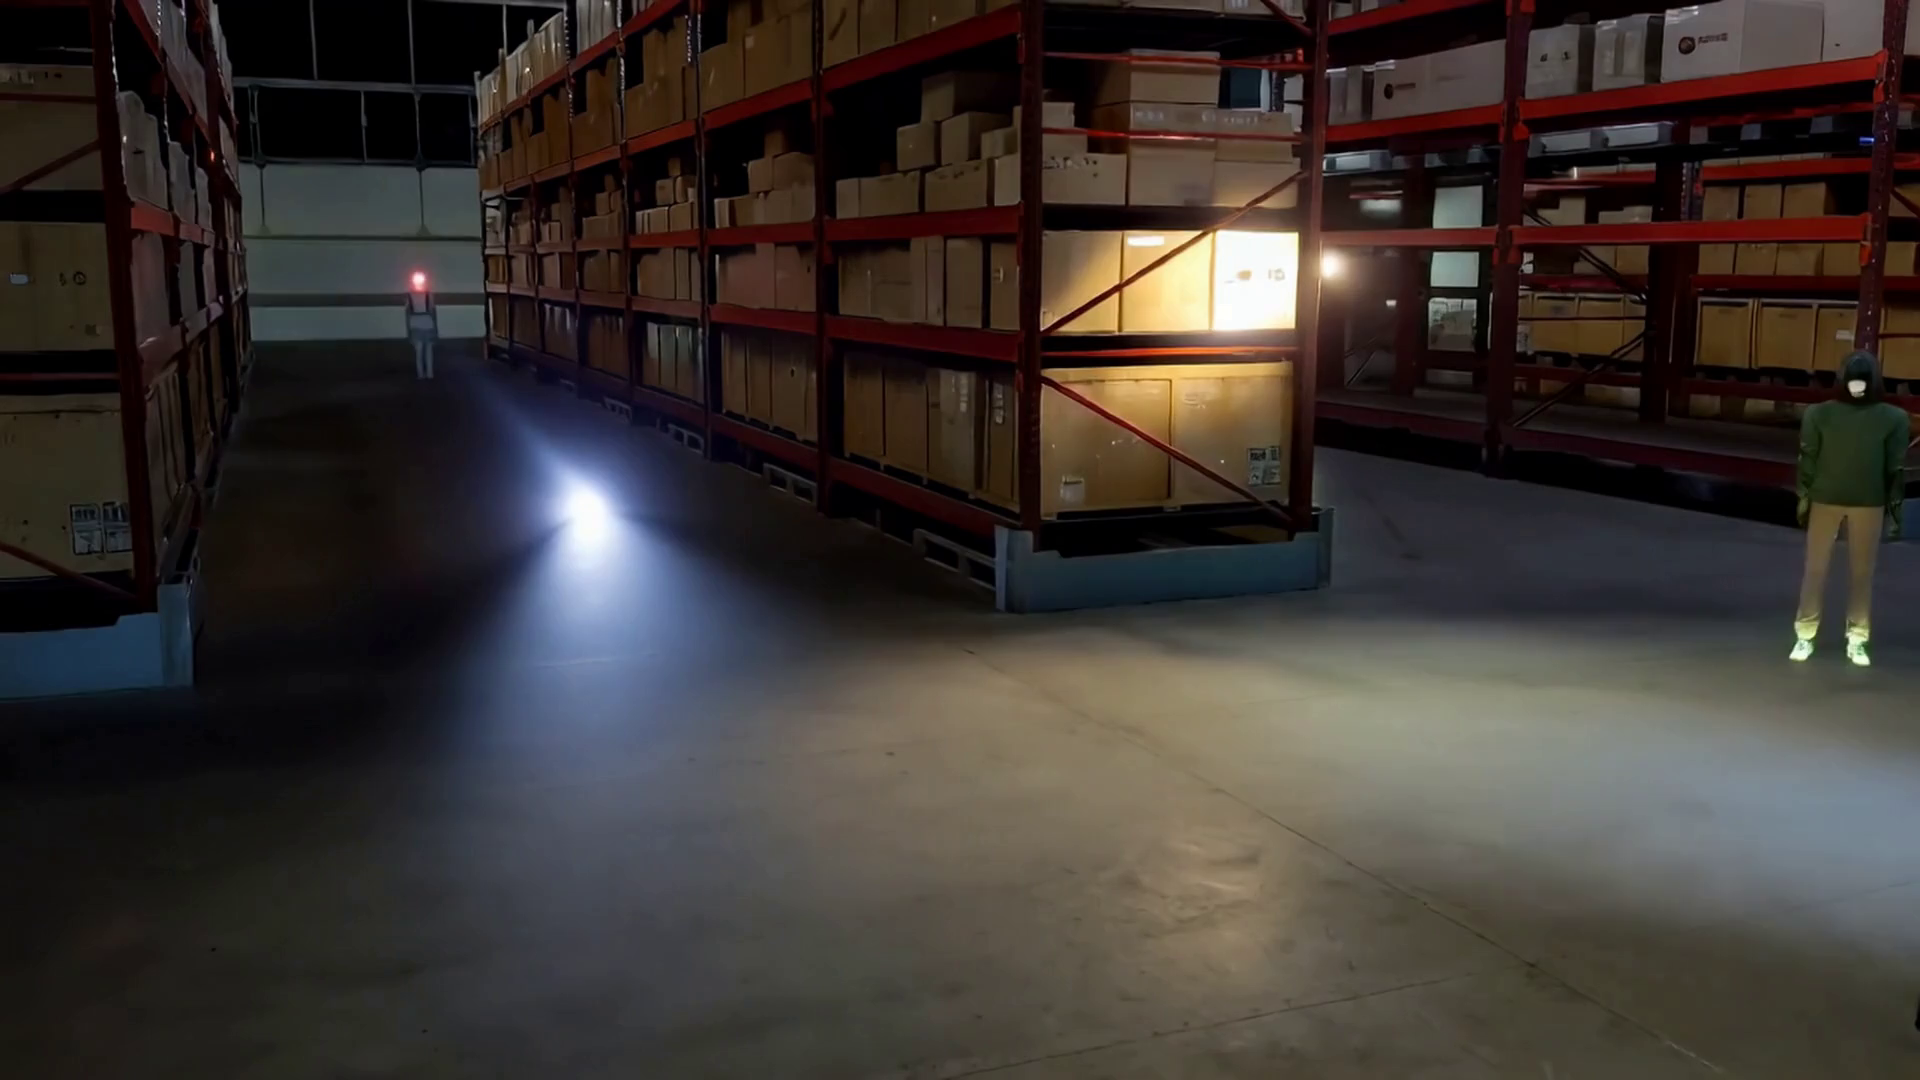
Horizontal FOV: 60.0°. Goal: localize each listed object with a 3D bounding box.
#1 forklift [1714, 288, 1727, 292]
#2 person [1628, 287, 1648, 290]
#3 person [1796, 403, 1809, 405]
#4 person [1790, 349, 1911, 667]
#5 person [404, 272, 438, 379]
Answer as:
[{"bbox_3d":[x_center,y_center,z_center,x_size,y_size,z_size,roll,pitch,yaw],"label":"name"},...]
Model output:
[{"bbox_3d":[12.858,-3.944,27.489,1.129,2.768,1.873,-4,10,-22],"label":"forklift"},{"bbox_3d":[12.981,-4.203,31.755,0.649,1.964,0.741,7,12,35],"label":"person"},{"bbox_3d":[12.485,-2.795,24.046,0.548,1.729,0.851,-3,10,-17],"label":"person"},{"bbox_3d":[4.576,-0.163,8.565,0.501,1.633,0.282,5,11,26],"label":"person"},{"bbox_3d":[-9.656,-3.839,29.820,0.569,1.884,0.989,-3,10,-15],"label":"person"}]
